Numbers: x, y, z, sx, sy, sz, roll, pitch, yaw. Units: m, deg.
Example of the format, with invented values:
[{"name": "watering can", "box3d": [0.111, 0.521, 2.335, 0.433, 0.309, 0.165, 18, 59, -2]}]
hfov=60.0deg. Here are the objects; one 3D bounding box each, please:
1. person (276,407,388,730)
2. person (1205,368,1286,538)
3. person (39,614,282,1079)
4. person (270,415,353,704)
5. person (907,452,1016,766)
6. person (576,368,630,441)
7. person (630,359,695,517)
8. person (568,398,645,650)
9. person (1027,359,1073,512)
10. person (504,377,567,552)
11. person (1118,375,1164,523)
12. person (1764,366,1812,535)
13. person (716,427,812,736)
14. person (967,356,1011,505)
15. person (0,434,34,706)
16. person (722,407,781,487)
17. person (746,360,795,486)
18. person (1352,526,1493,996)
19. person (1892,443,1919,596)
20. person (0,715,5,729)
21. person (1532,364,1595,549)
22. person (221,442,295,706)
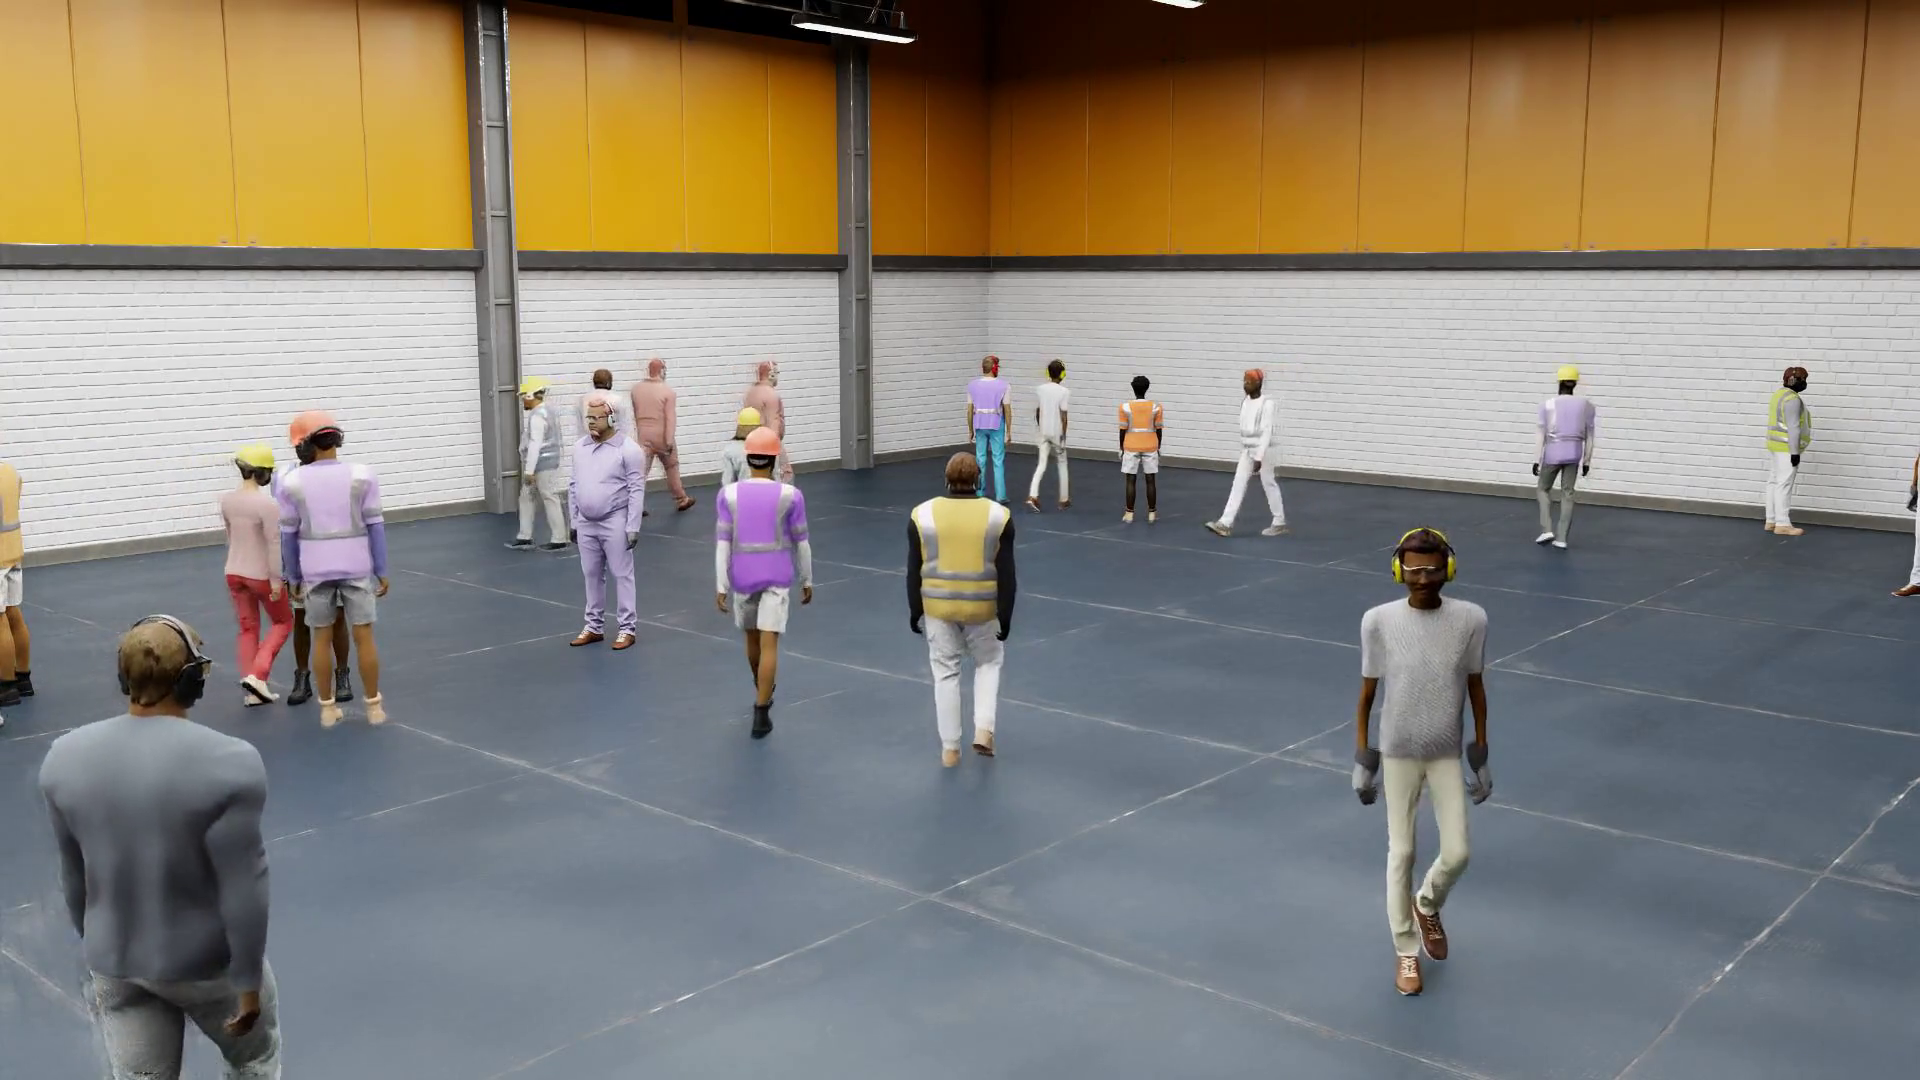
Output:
[{"name": "person", "box3d": [-3.896, 0.181, 10.388, 0.633, 2.031, 0.415, -3, 9, -17]}, {"name": "person", "box3d": [3.157, -0.923, 17.922, 0.994, 1.831, 0.583, -5, 10, -27]}, {"name": "person", "box3d": [-2.171, 1.149, 4.638, 0.634, 1.919, 0.611, 0, 9, 1]}, {"name": "person", "box3d": [-4.253, 0.128, 10.988, 0.552, 1.932, 0.377, -2, 9, -13]}, {"name": "person", "box3d": [0.004, 0.404, 9.596, 0.631, 1.831, 0.445, 0, 9, 1]}, {"name": "person", "box3d": [-4.004, -1.004, 18.501, 0.610, 1.809, 0.756, 4, 10, 25]}, {"name": "person", "box3d": [-3.573, -1.213, 19.674, 0.646, 1.853, 1.010, 4, 10, 21]}, {"name": "person", "box3d": [-2.709, -0.121, 12.640, 0.643, 1.909, 0.410, 4, 10, 22]}, {"name": "person", "box3d": [1.080, -1.253, 20.001, 0.502, 1.839, 0.912, 5, 10, 28]}, {"name": "person", "box3d": [-4.392, -0.759, 16.959, 0.769, 1.796, 0.623, -1, 9, -8]}, {"name": "person", "box3d": [2.062, -1.035, 19.035, 0.541, 1.696, 0.317, -1, 9, -3]}, {"name": "person", "box3d": [9.098, -0.984, 18.278, 0.430, 1.840, 0.621, 2, 9, 10]}, {"name": "person", "box3d": [-1.225, 0.229, 10.509, 0.573, 1.879, 1.001, 0, 9, 2]}, {"name": "person", "box3d": [0.357, -1.342, 20.510, 0.564, 1.841, 0.395, 3, 10, 18]}, {"name": "person", "box3d": [-6.378, 0.133, 10.950, 0.356, 1.938, 0.544, -1, 9, -7]}, {"name": "person", "box3d": [-1.783, -0.287, 14.312, 0.489, 1.697, 0.897, 0, 9, -2]}, {"name": "person", "box3d": [-2.085, -1.051, 18.527, 0.620, 1.883, 0.685, -6, 11, -32]}, {"name": "person", "box3d": [1.838, 0.861, 6.619, 0.562, 1.856, 0.428, 1, 9, 7]}, {"name": "person", "box3d": [8.477, -0.394, 14.460, 0.328, 1.874, 0.517, -3, 10, -19]}, {"name": "person", "box3d": [-6.110, 0.485, 9.847, 0.565, 1.579, 0.882, 4, 10, 23]}, {"name": "person", "box3d": [6.255, -0.869, 17.307, 0.612, 1.907, 0.551, 1, 9, 4]}, {"name": "person", "box3d": [-4.612, 0.235, 10.913, 0.518, 1.747, 0.408, 4, 10, 22]}]
